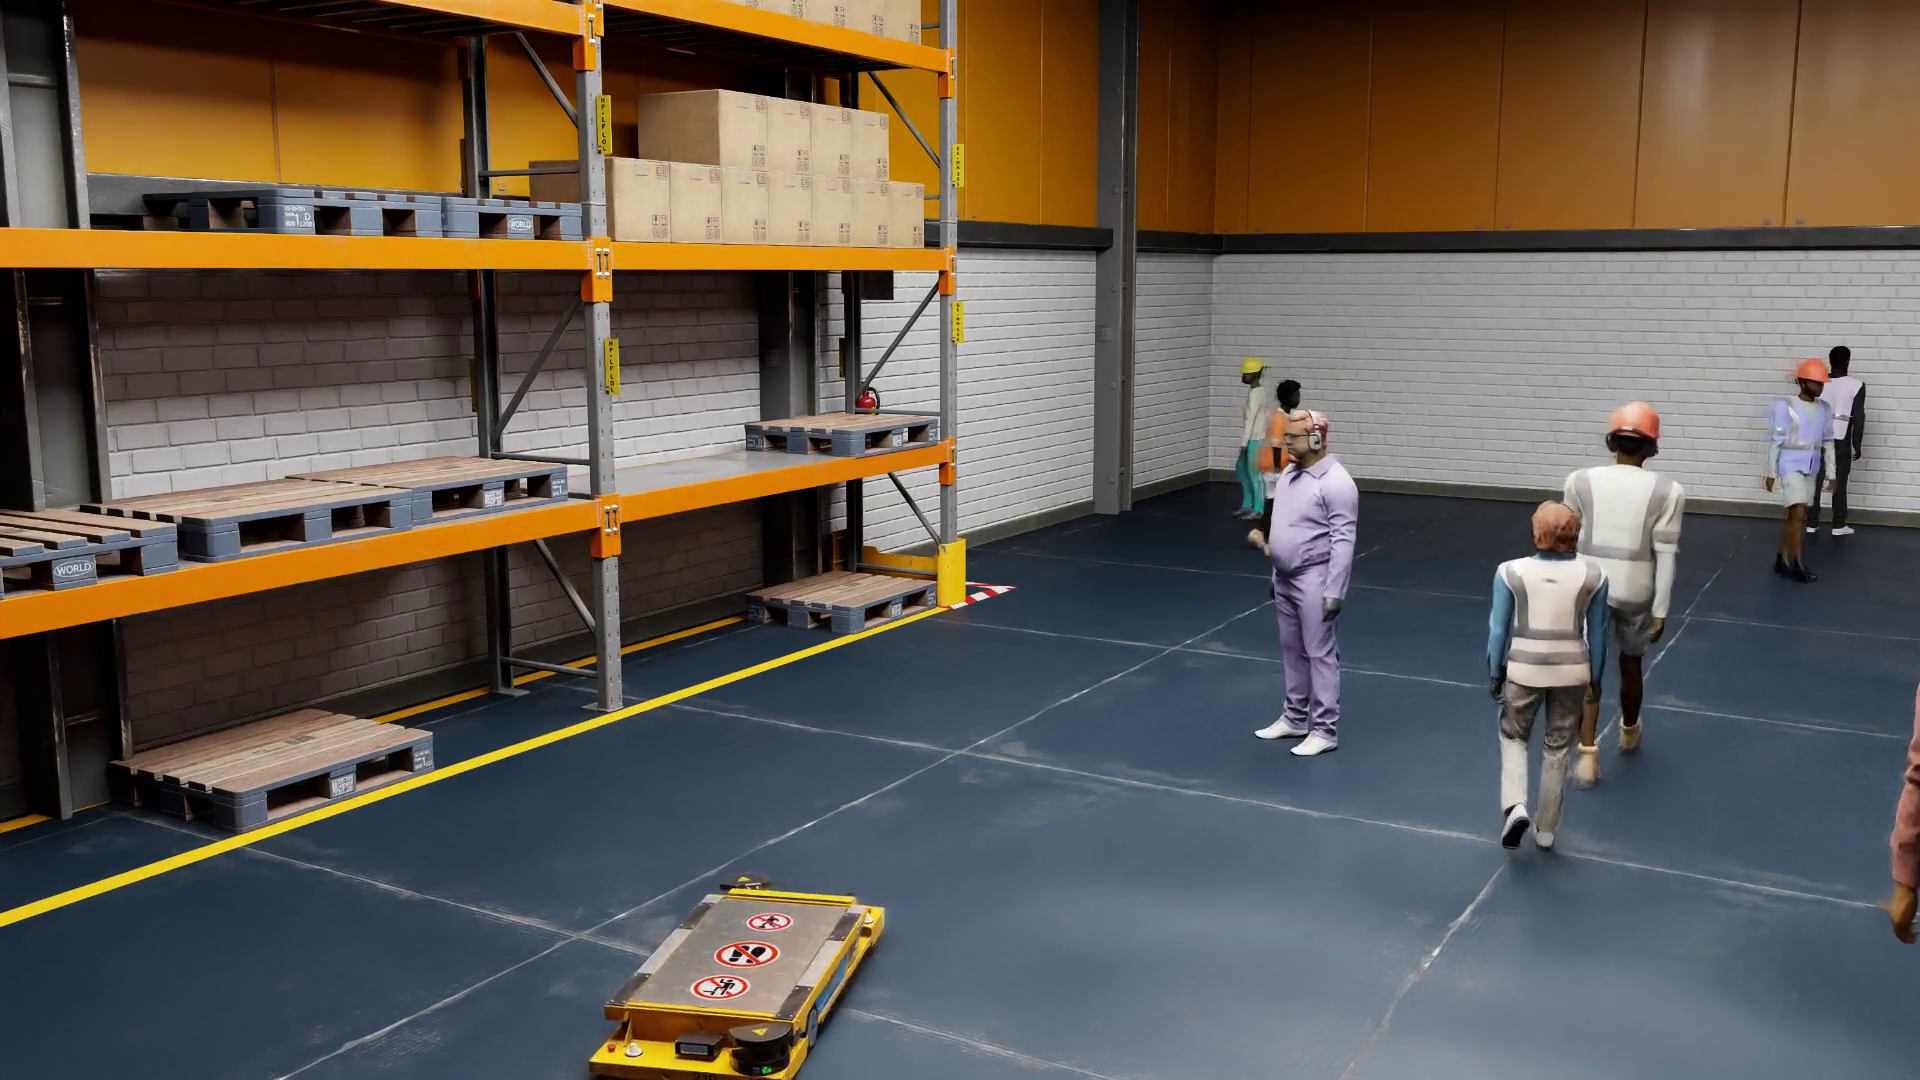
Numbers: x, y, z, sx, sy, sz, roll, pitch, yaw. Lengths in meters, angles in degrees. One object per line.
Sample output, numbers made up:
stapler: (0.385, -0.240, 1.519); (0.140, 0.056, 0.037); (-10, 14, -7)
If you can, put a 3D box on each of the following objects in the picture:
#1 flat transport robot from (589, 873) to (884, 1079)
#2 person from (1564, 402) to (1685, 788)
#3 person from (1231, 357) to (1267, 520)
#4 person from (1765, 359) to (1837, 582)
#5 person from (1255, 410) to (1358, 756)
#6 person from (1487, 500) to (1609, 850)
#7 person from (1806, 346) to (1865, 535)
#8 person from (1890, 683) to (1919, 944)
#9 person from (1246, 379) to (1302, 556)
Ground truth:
flat transport robot: (-0.753, 1.555, 6.020); (0.652, 0.197, 1.431); (2, 9, 11)
person: (3.483, 0.263, 8.815); (0.612, 1.979, 1.100); (5, 10, 27)
person: (3.058, -1.077, 17.800); (0.489, 1.750, 0.554); (2, 9, 14)
person: (7.311, -0.587, 14.298); (0.564, 1.906, 0.809); (-2, 9, -14)
person: (1.898, 0.231, 9.198); (0.403, 1.906, 0.652); (-3, 10, -20)
person: (2.660, 0.637, 7.543); (0.519, 1.625, 0.427); (3, 9, 16)
person: (8.861, -1.011, 16.914); (0.399, 1.920, 0.590); (-8, 12, -41)
person: (2.944, 0.934, 4.630); (0.621, 1.964, 0.956); (5, 11, 30)
person: (2.958, -0.668, 15.519); (0.421, 1.674, 0.571); (3, 10, 17)
